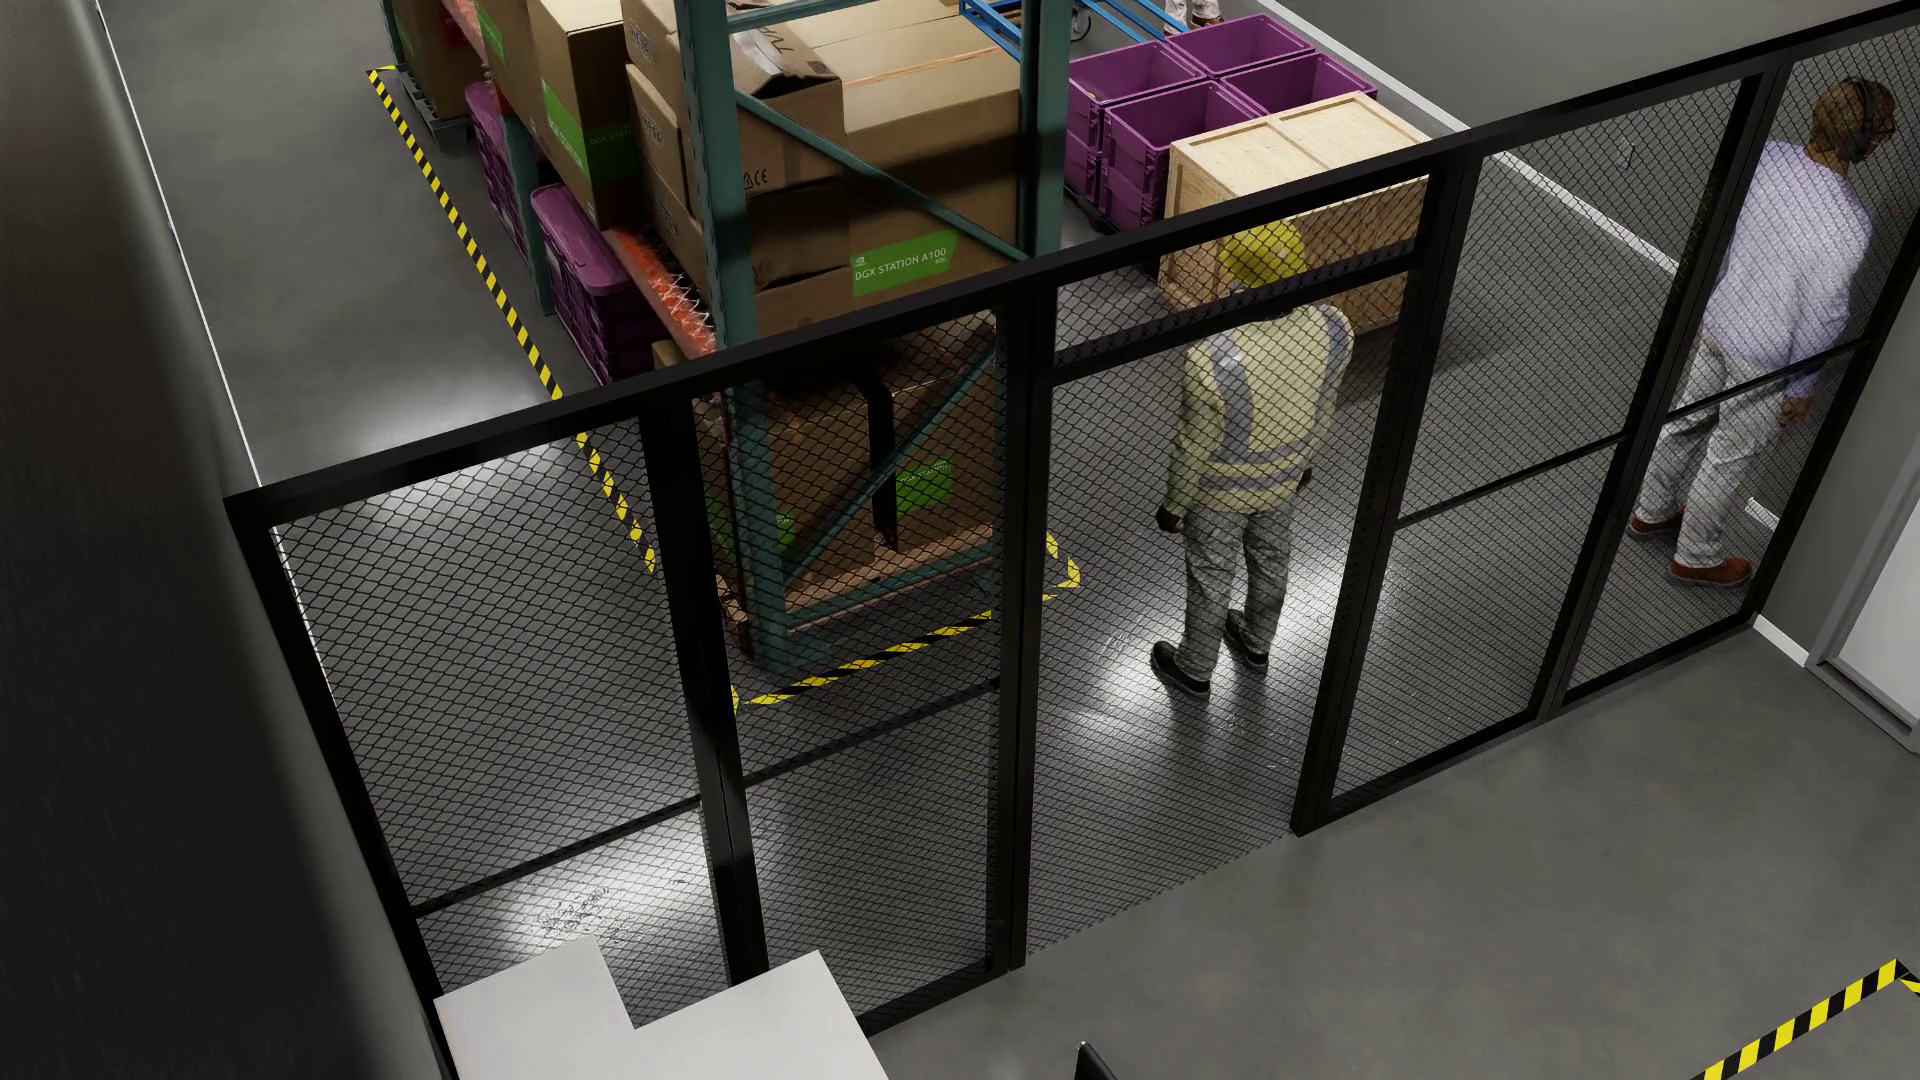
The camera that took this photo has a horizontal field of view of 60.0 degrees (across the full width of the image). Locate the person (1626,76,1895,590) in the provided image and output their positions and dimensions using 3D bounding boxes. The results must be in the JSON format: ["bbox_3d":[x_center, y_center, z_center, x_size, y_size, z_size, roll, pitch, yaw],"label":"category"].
[{"bbox_3d":[2.726,-0.675,5.683,0.370,1.940,0.627,-8,43,-8],"label":"person"}]

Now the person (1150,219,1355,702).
[{"bbox_3d":[0.886,-0.226,5.272,0.588,1.830,0.403,-19,46,-20],"label":"person"}]

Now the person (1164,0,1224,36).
[{"bbox_3d":[1.365,-3.565,8.804,0.622,1.992,0.393,-34,52,-31],"label":"person"}]
